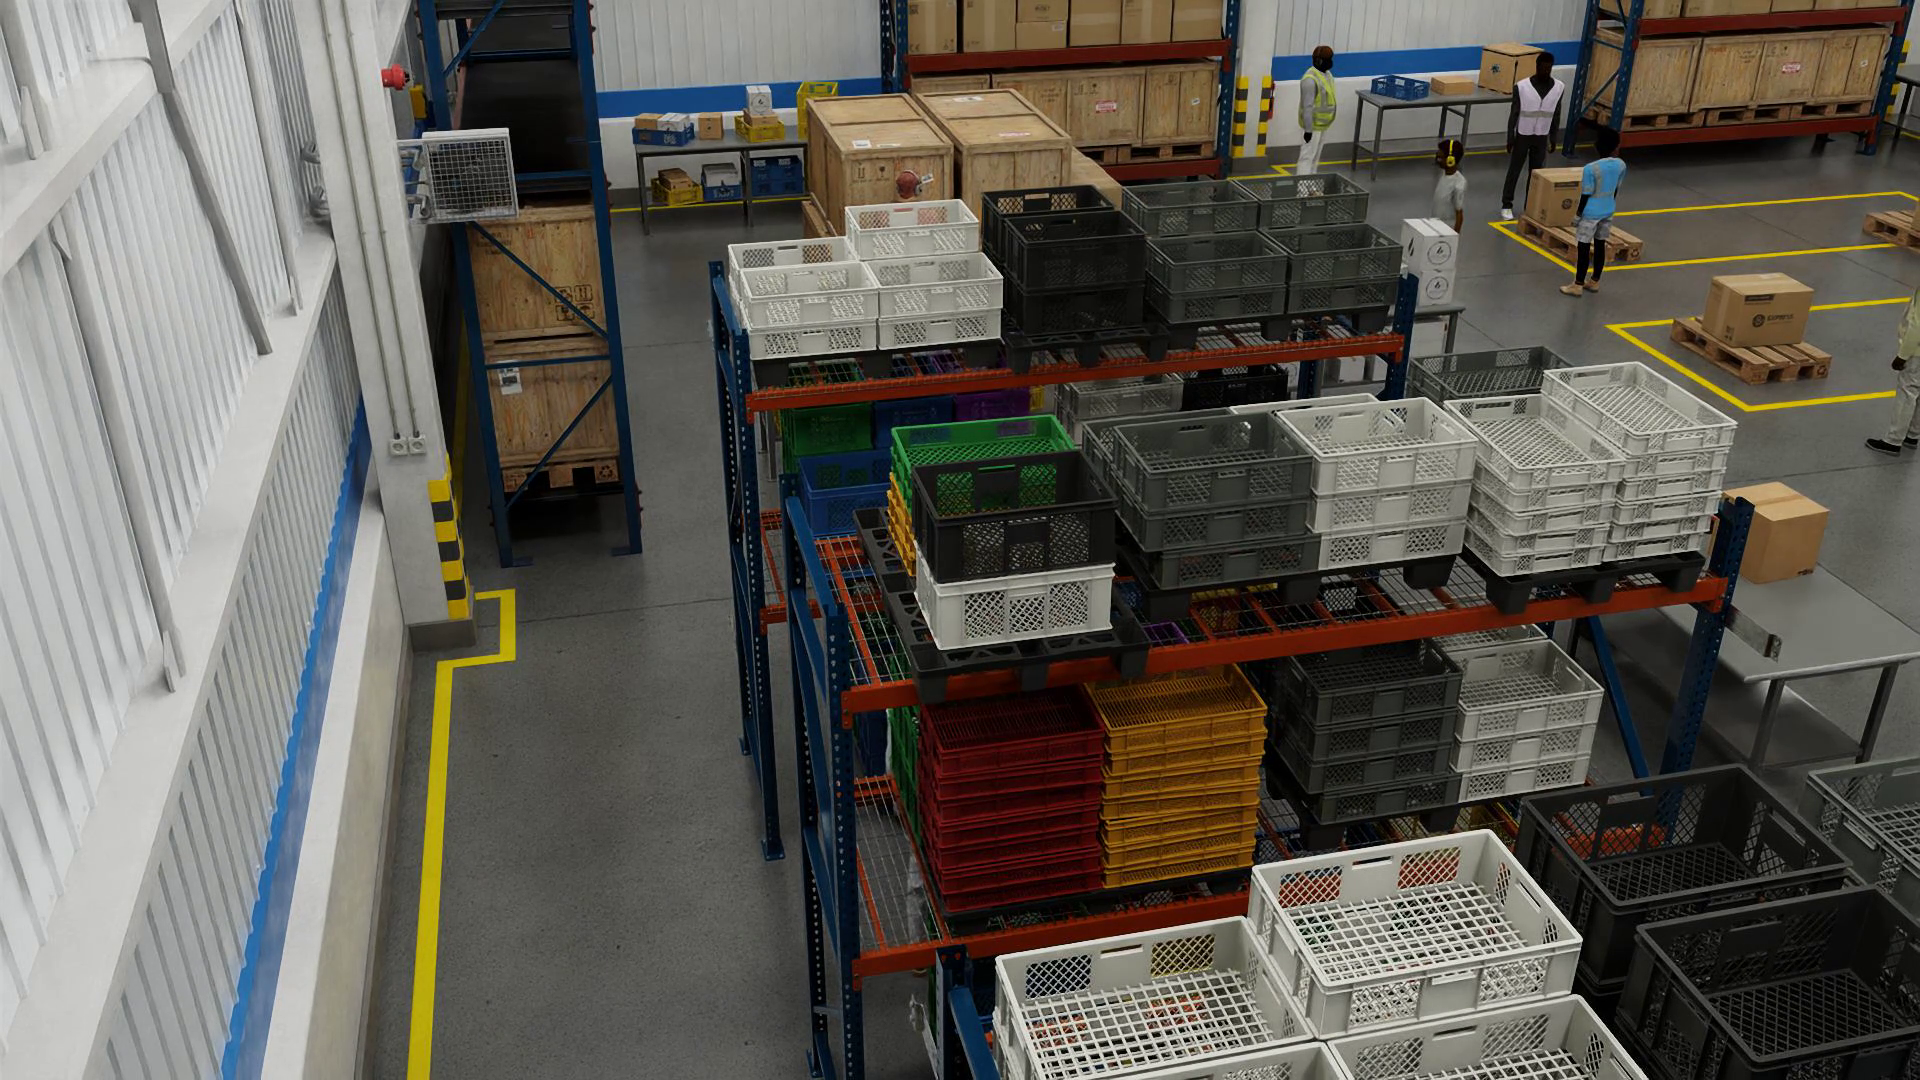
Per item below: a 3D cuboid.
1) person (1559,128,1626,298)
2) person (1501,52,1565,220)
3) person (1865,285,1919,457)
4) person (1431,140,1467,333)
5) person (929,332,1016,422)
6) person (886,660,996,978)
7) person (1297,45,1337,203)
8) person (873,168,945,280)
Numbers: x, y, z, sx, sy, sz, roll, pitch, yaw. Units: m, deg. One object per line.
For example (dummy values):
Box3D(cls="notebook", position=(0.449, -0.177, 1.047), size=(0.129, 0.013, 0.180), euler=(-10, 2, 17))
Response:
Box3D(cls="person", position=(6.389, -3.292, 16.743), size=(0.535, 1.697, 0.318), euler=(-15, 31, -26))
Box3D(cls="person", position=(6.548, -4.630, 19.059), size=(0.592, 1.910, 0.384), euler=(-2, 28, -4))
Box3D(cls="person", position=(7.710, -1.564, 13.321), size=(0.594, 1.832, 0.404), euler=(-16, 32, -27))
Box3D(cls="person", position=(4.563, -2.865, 15.759), size=(0.332, 1.865, 0.520), euler=(-2, 28, -4))
Box3D(cls="person", position=(0.090, -0.960, 12.063), size=(0.634, 1.937, 0.355), euler=(0, 28, 1))
Box3D(cls="person", position=(-0.067, 1.296, 7.842), size=(0.575, 1.883, 0.362), euler=(14, 31, 24))
Box3D(cls="person", position=(4.207, -4.898, 19.637), size=(0.429, 1.843, 0.633), euler=(15, 31, 26))
Box3D(cls="person", position=(-0.426, -2.339, 14.714), size=(0.656, 1.907, 0.404), euler=(11, 30, 19))
